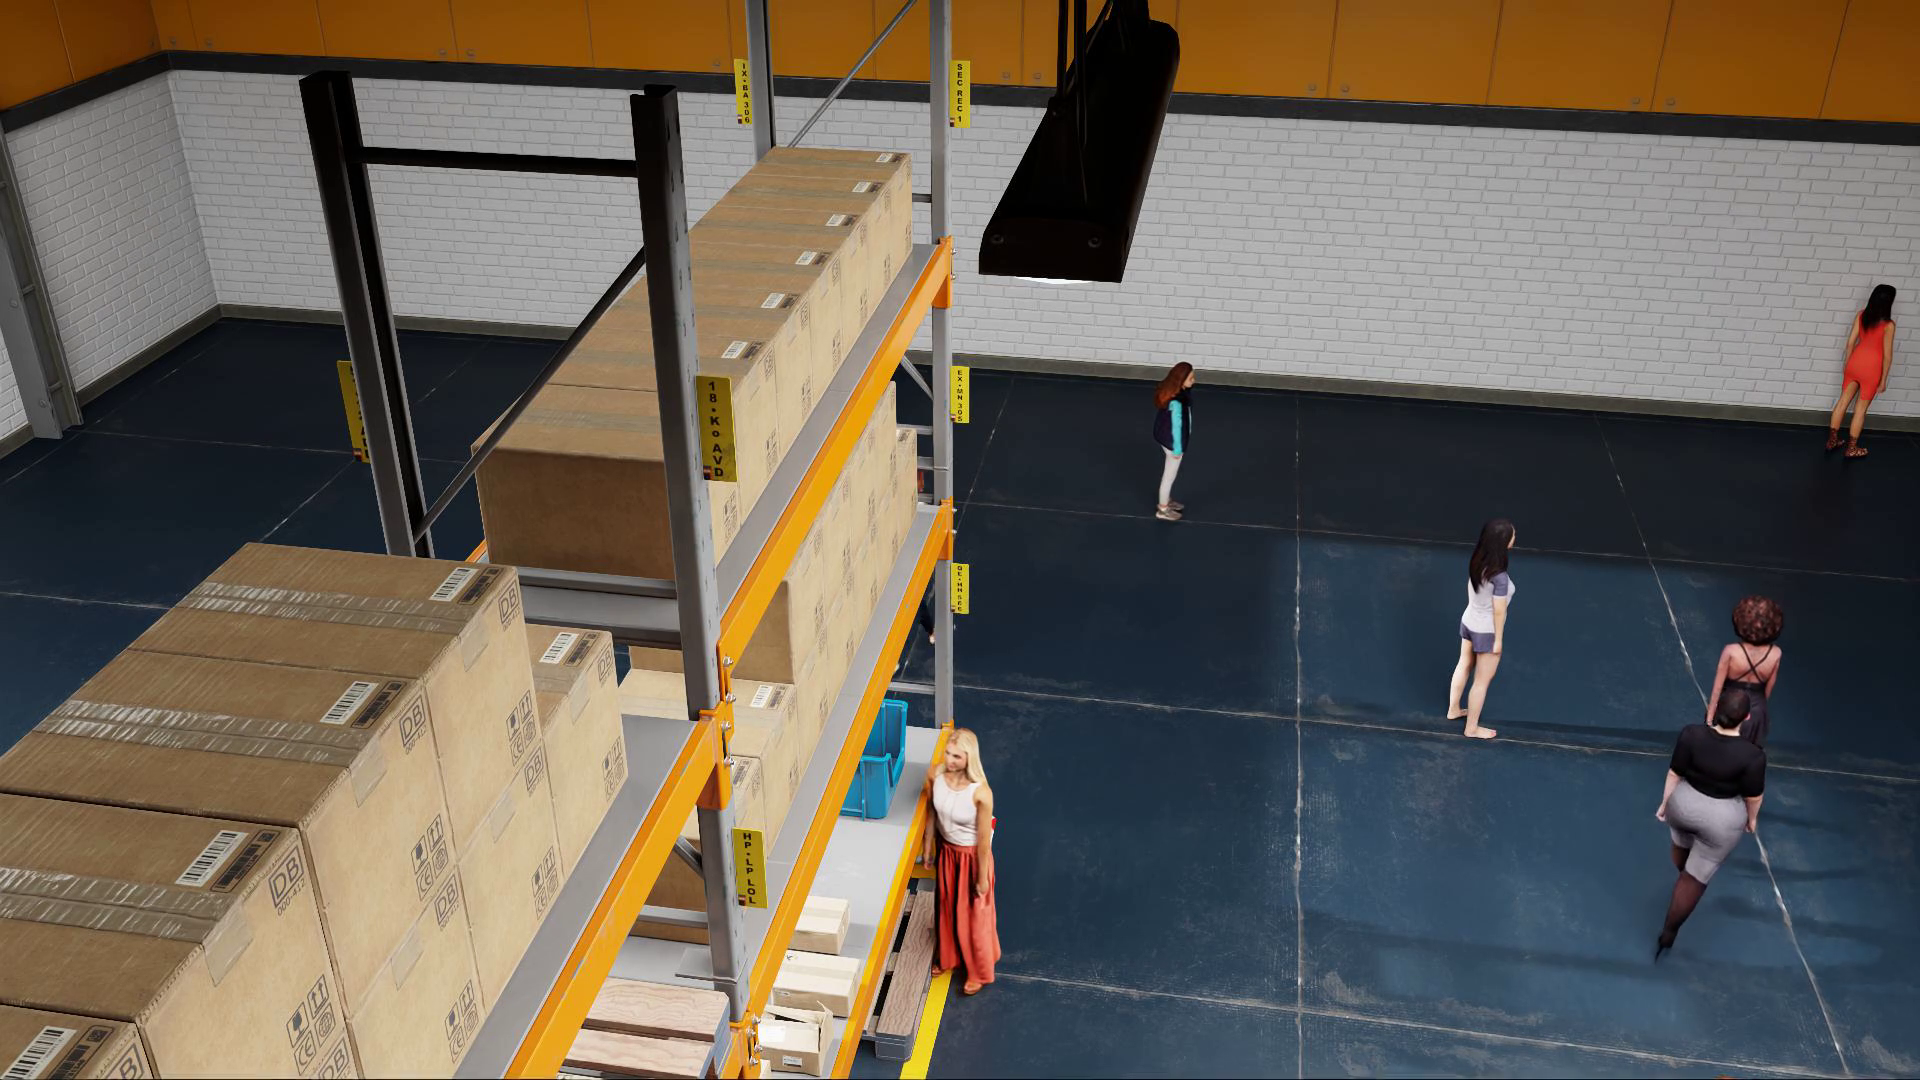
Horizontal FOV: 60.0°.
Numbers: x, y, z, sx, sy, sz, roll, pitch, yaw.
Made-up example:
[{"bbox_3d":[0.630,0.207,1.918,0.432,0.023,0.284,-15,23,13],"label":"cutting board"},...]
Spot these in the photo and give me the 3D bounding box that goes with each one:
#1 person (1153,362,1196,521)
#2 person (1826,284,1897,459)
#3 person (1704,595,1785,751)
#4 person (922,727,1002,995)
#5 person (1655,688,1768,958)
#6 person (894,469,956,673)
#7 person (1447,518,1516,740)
[{"bbox_3d":[1.891,-0.896,14.754,0.623,1.496,0.498,4,29,8],"label":"person"},{"bbox_3d":[8.612,-1.617,15.842,0.729,1.719,0.648,-15,32,-25],"label":"person"},{"bbox_3d":[4.976,1.222,10.613,0.577,1.742,1.106,6,29,11],"label":"person"},{"bbox_3d":[0.015,1.811,9.473,0.732,1.800,0.757,21,35,34],"label":"person"},{"bbox_3d":[4.341,1.700,9.774,1.036,1.706,1.197,24,37,37],"label":"person"},{"bbox_3d":[-0.447,0.247,12.411,1.010,1.733,1.187,25,37,38],"label":"person"},{"bbox_3d":[3.709,0.604,11.784,0.725,1.706,0.592,-6,29,-10],"label":"person"}]
